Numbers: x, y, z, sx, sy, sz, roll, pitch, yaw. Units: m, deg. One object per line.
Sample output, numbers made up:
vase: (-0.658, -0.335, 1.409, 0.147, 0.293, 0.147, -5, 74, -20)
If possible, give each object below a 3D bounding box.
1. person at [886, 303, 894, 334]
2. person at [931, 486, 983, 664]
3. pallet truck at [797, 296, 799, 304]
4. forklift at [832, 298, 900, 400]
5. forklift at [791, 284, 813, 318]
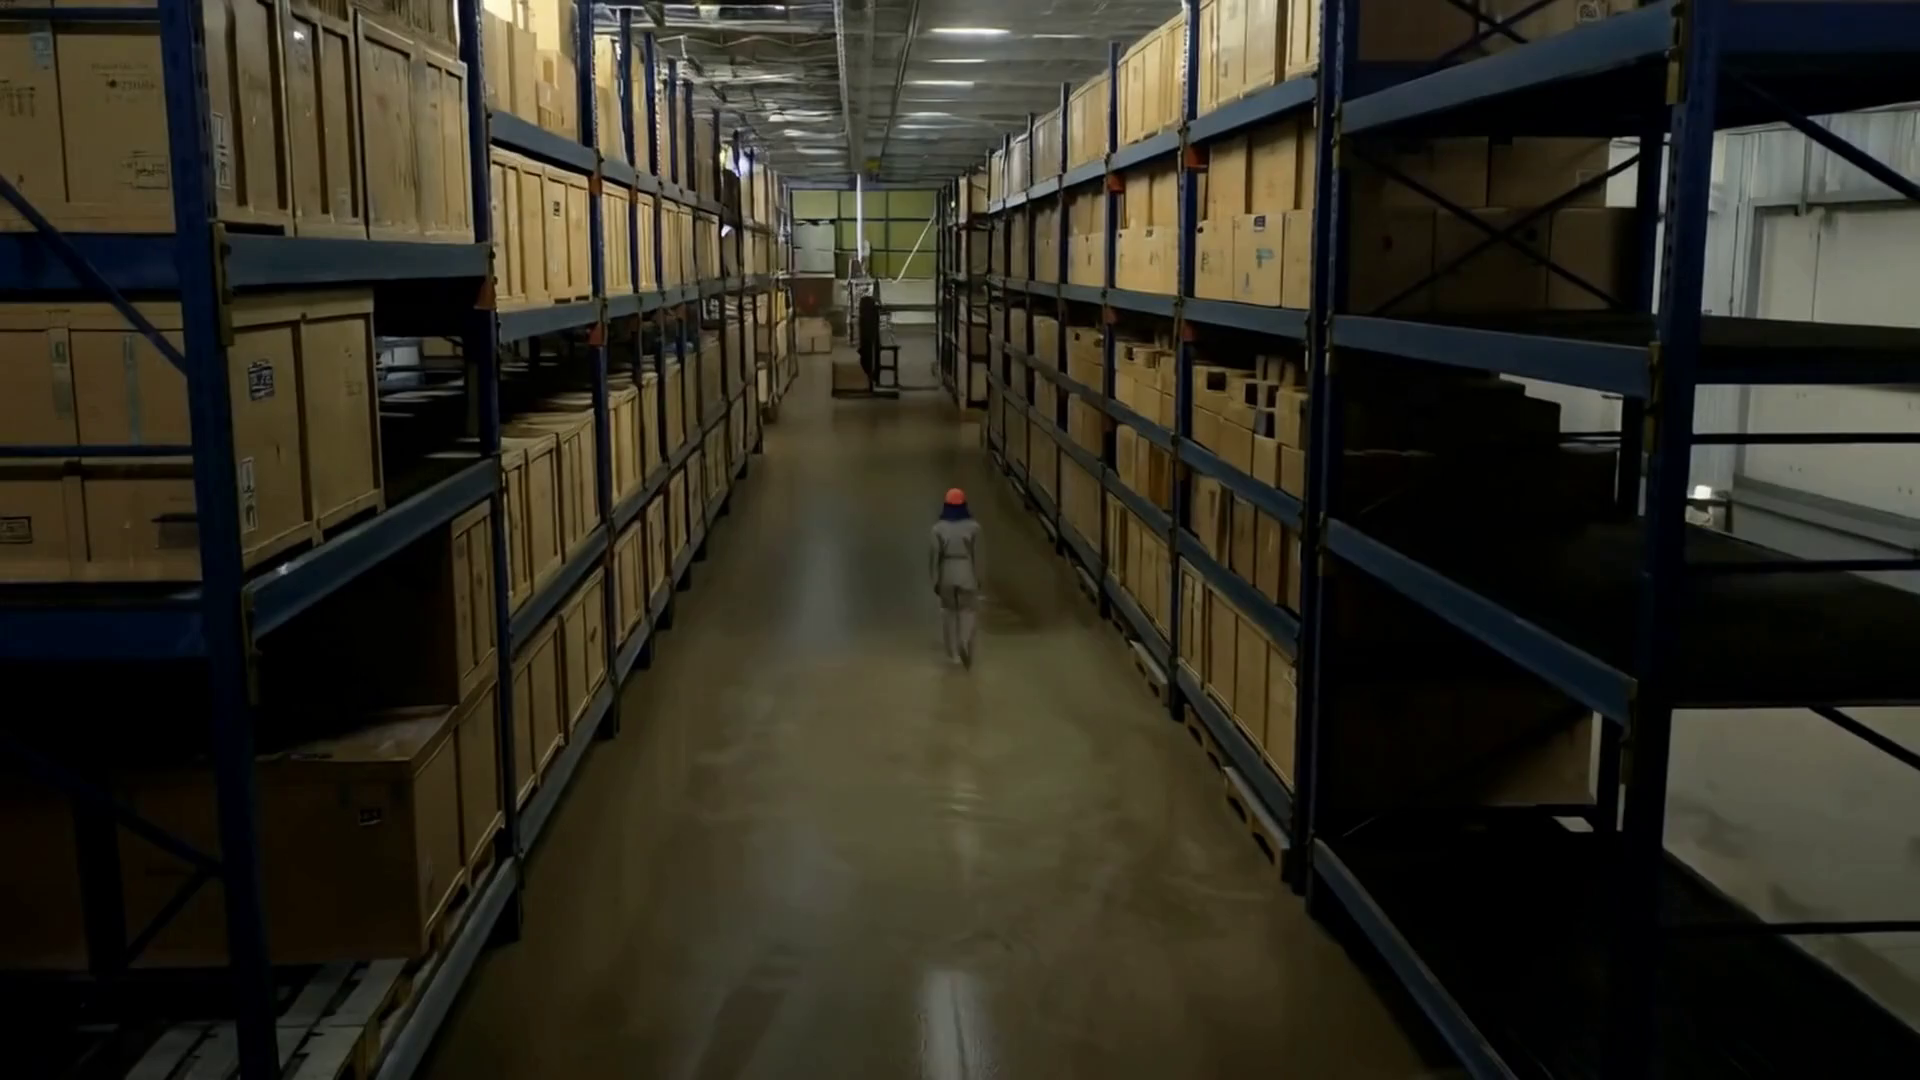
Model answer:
person: (-3.740, -11.784, 88.432, 0.545, 1.674, 0.479, -8, 13, -41)
person: (-0.033, 0.347, 15.807, 0.500, 1.726, 0.566, 1, 10, 4)
pallet truck: (-8.622, -12.439, 91.403, 1.885, 1.965, 0.823, 2, 10, 13)
forklift: (-2.632, -5.341, 46.371, 1.873, 2.768, 1.129, 0, 10, -1)
forklift: (-7.163, -10.245, 75.668, 1.129, 2.768, 1.873, 2, 10, 13)
